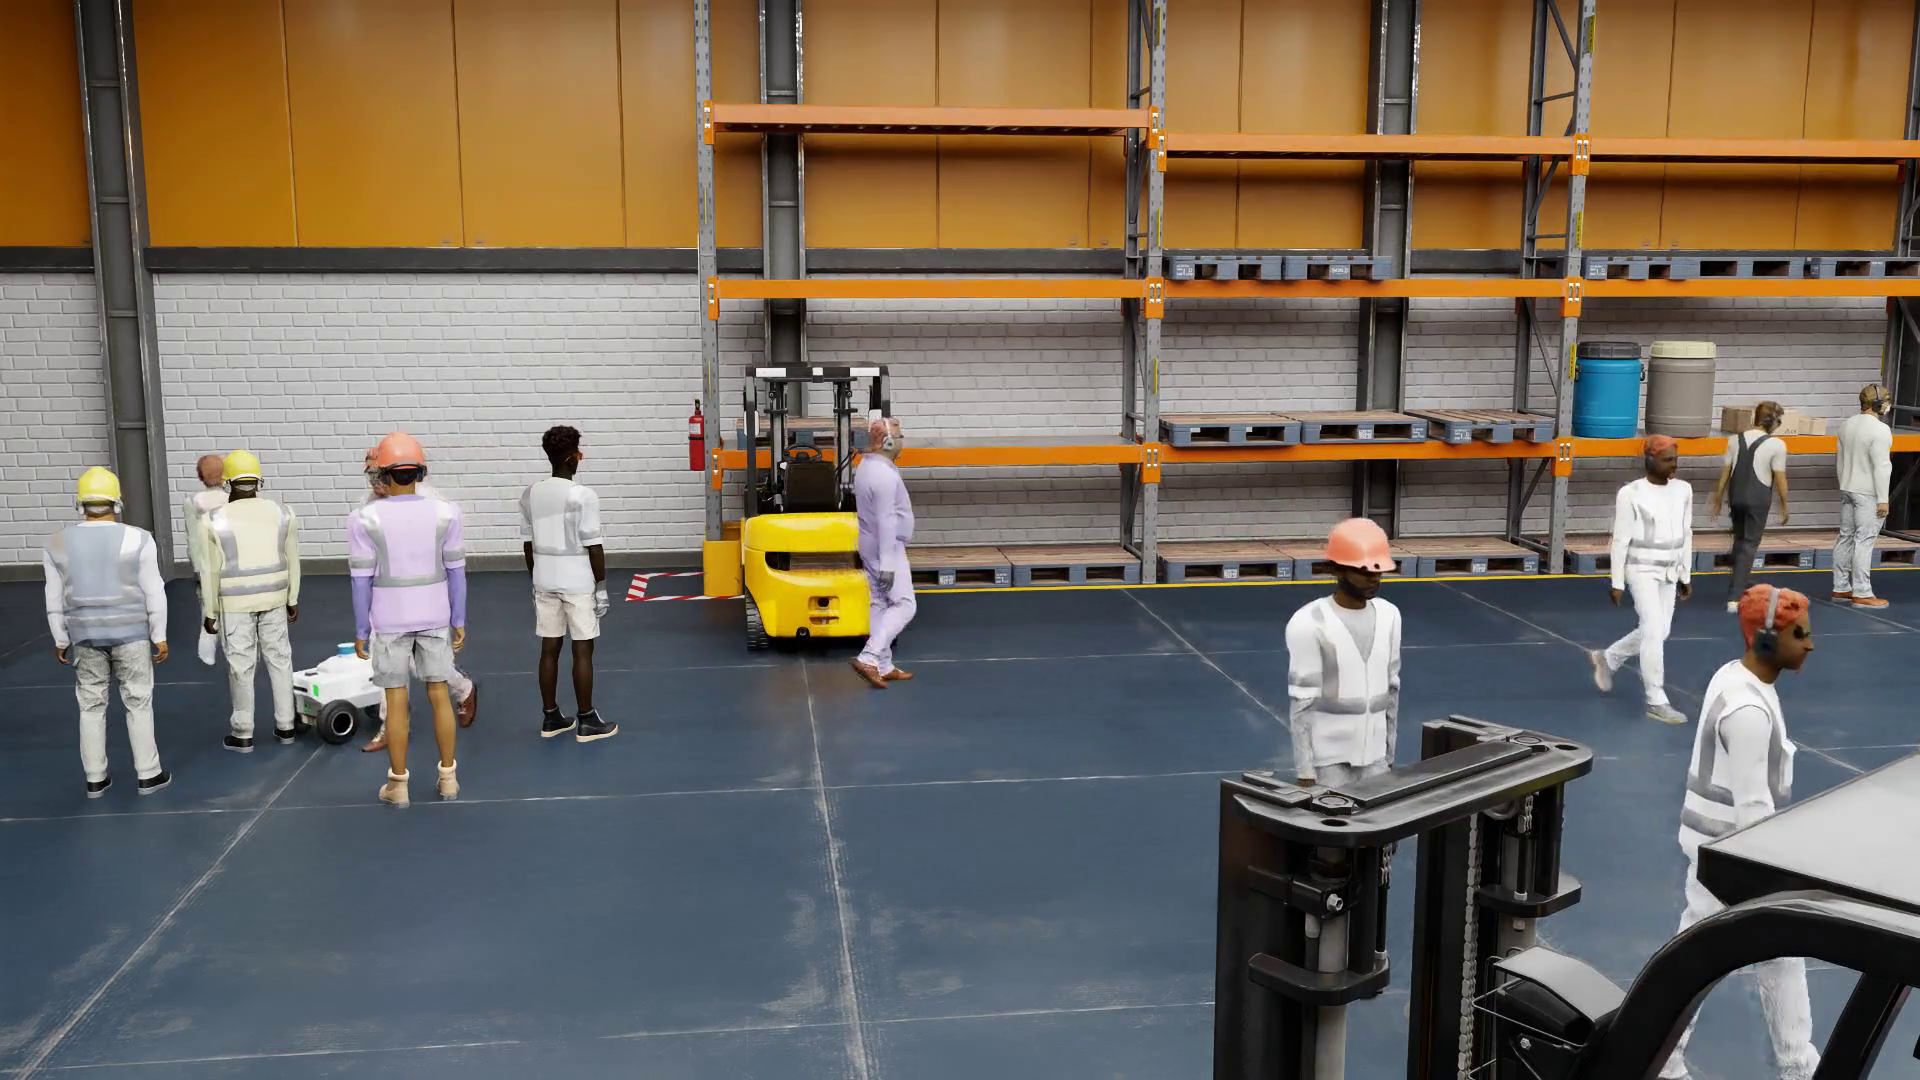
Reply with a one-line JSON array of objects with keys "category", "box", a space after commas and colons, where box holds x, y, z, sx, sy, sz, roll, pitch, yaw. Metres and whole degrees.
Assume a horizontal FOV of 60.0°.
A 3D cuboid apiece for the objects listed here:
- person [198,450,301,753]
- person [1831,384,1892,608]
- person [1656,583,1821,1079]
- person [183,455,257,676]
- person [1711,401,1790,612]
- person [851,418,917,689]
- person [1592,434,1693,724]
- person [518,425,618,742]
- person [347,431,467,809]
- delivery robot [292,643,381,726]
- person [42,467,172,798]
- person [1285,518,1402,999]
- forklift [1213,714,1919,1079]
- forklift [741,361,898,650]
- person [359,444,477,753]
[{"category": "person", "box": [-4.296, 0.367, 10.077, 0.590, 1.833, 0.404, -9, 13, -44]}, {"category": "person", "box": [7.850, -0.385, 14.442, 0.371, 1.941, 0.627, -1, 9, -4]}, {"category": "person", "box": [2.750, 1.075, 5.591, 0.876, 1.849, 0.619, 4, 10, 26]}, {"category": "person", "box": [-5.310, 0.181, 11.986, 0.509, 1.591, 0.879, -7, 12, -38]}, {"category": "person", "box": [6.835, -0.293, 14.303, 0.763, 1.800, 0.578, -6, 11, -32]}, {"category": "person", "box": [-0.521, 0.089, 11.641, 0.407, 1.902, 0.674, -3, 10, -18]}, {"category": "person", "box": [4.492, 0.223, 10.913, 0.583, 1.860, 0.815, -4, 10, -23]}, {"category": "person", "box": [-2.425, 0.268, 10.284, 0.607, 1.965, 0.367, 4, 10, 26]}, {"category": "person", "box": [-2.984, 0.430, 9.016, 0.607, 2.048, 0.370, -5, 11, -30]}, {"category": "delivery robot", "box": [-3.851, 0.894, 10.473, 0.477, 0.478, 0.707, 6, 11, 34]}, {"category": "person", "box": [-4.685, 0.511, 9.182, 0.602, 1.829, 0.404, -2, 9, -11]}, {"category": "person", "box": [1.548, 0.851, 6.762, 0.567, 1.926, 0.560, -4, 10, -24]}, {"category": "forklift", "box": [1.441, 1.425, 2.350, 1.214, 2.155, 2.313, -7, 12, -39]}, {"category": "forklift", "box": [-1.154, -0.340, 13.365, 1.214, 2.155, 2.313, -1, 9, -7]}, {"category": "person", "box": [-3.350, 0.332, 10.162, 0.668, 1.879, 0.663, 5, 10, 29]}]
